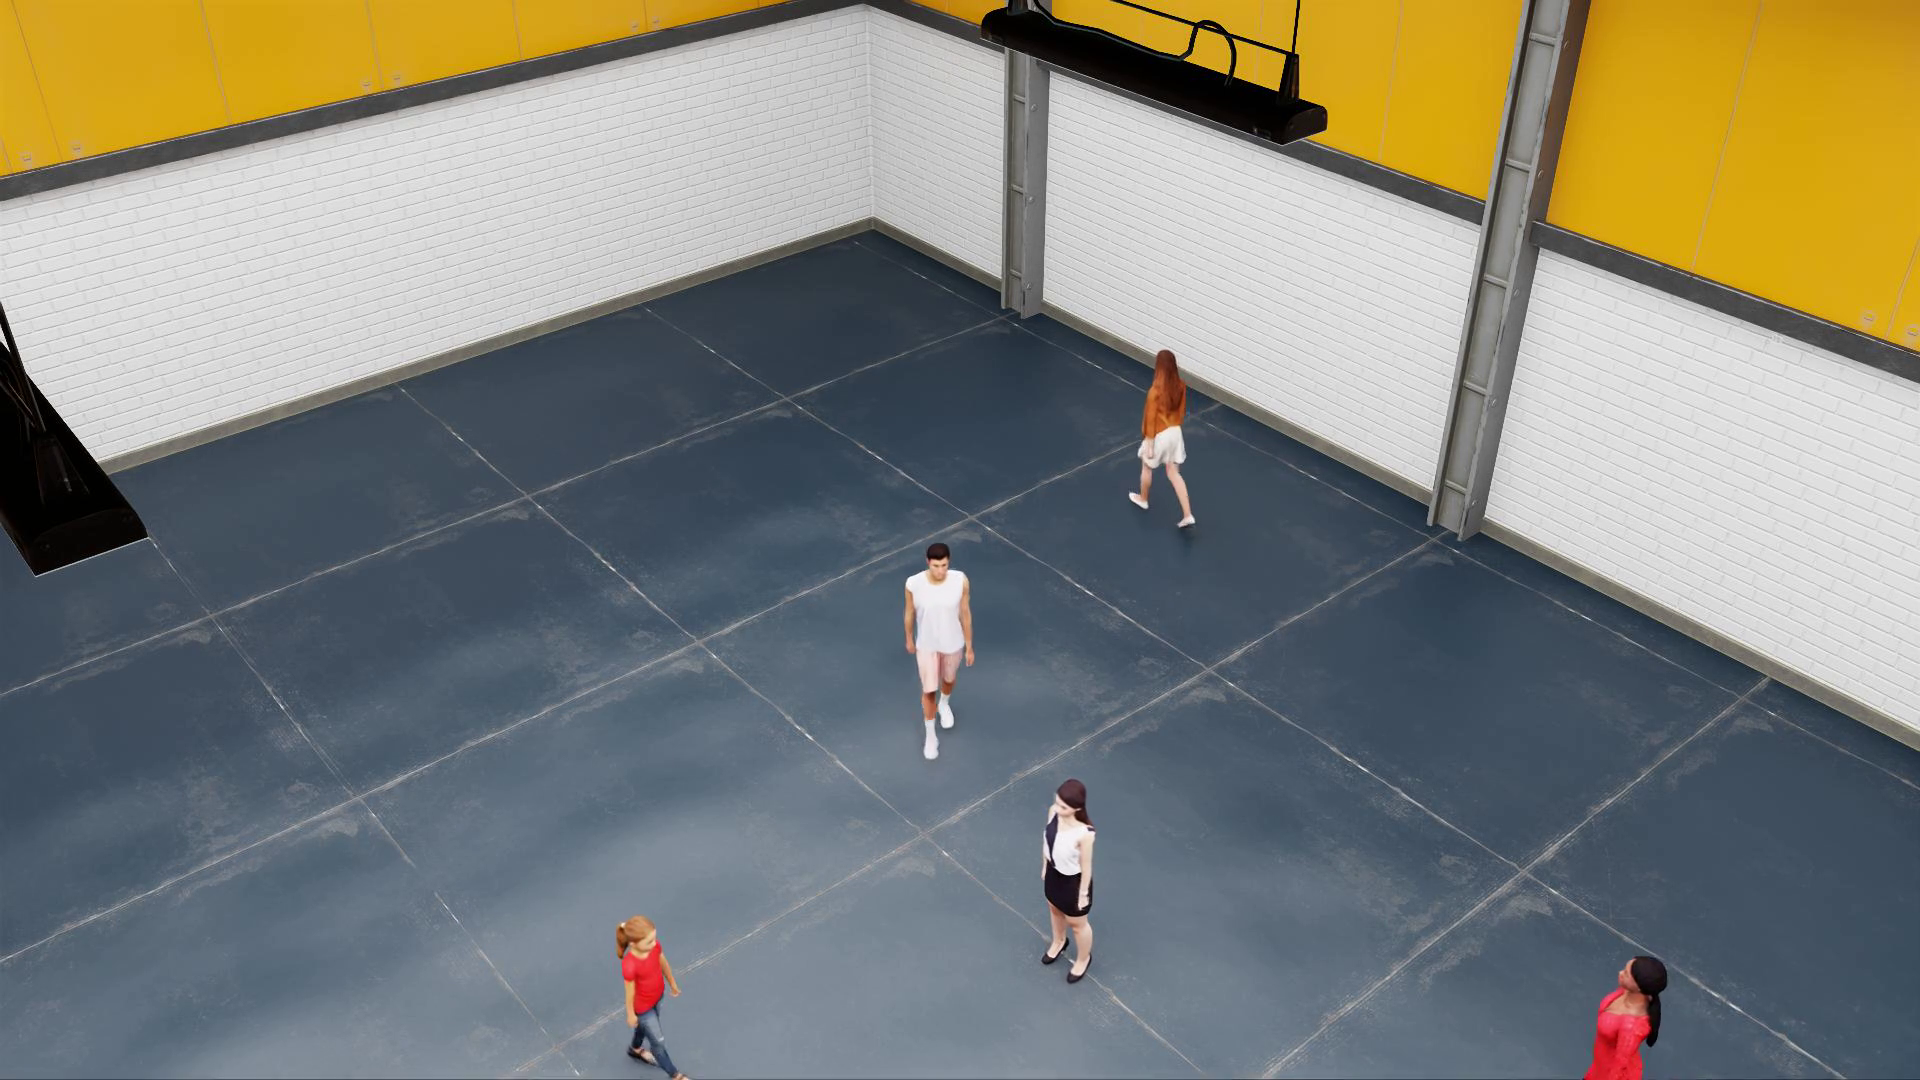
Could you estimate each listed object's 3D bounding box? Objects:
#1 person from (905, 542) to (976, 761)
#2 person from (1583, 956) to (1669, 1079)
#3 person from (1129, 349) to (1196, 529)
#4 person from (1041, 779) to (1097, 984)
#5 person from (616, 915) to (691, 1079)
[{"bbox_3d":[-0.155,0.705,12.553,0.941,1.757,1.063,-4,34,-6],"label":"person"},{"bbox_3d":[3.657,2.977,9.124,1.008,1.770,0.879,11,35,17],"label":"person"},{"bbox_3d":[1.895,-0.867,14.982,0.731,1.686,1.132,-17,37,-24],"label":"person"},{"bbox_3d":[0.689,2.141,10.493,0.598,1.647,0.455,-24,41,-32],"label":"person"},{"bbox_3d":[-1.911,2.718,9.944,0.856,1.291,0.695,15,36,21],"label":"person"}]
